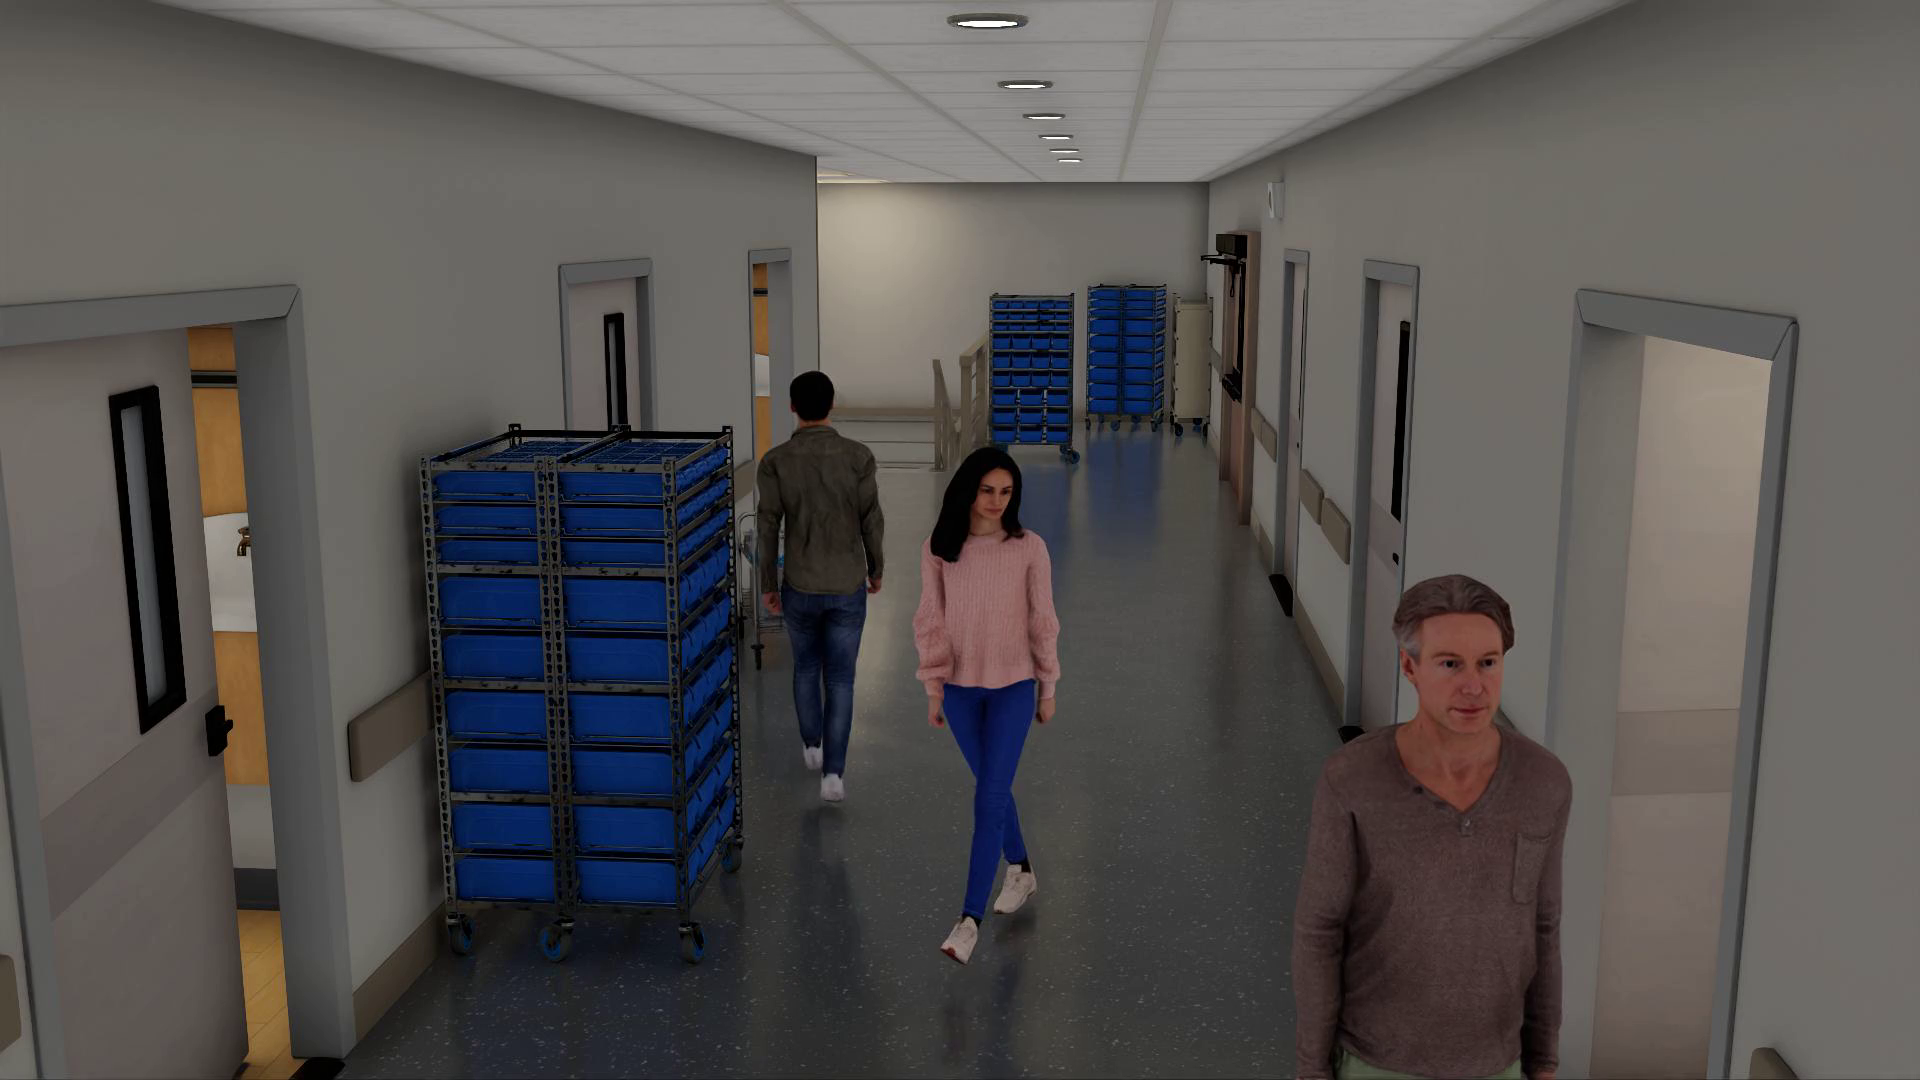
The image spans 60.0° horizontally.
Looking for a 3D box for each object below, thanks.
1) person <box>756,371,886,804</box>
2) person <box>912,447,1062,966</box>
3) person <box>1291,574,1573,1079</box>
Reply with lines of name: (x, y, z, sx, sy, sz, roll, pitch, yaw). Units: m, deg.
person: (-0.577, 0.227, 7.104, 0.762, 1.842, 1.161, 0, 11, -1)
person: (0.111, 0.547, 5.784, 0.834, 1.706, 1.214, 4, 11, 20)
person: (0.848, 0.975, 3.072, 0.719, 1.875, 0.663, -1, 11, -5)
